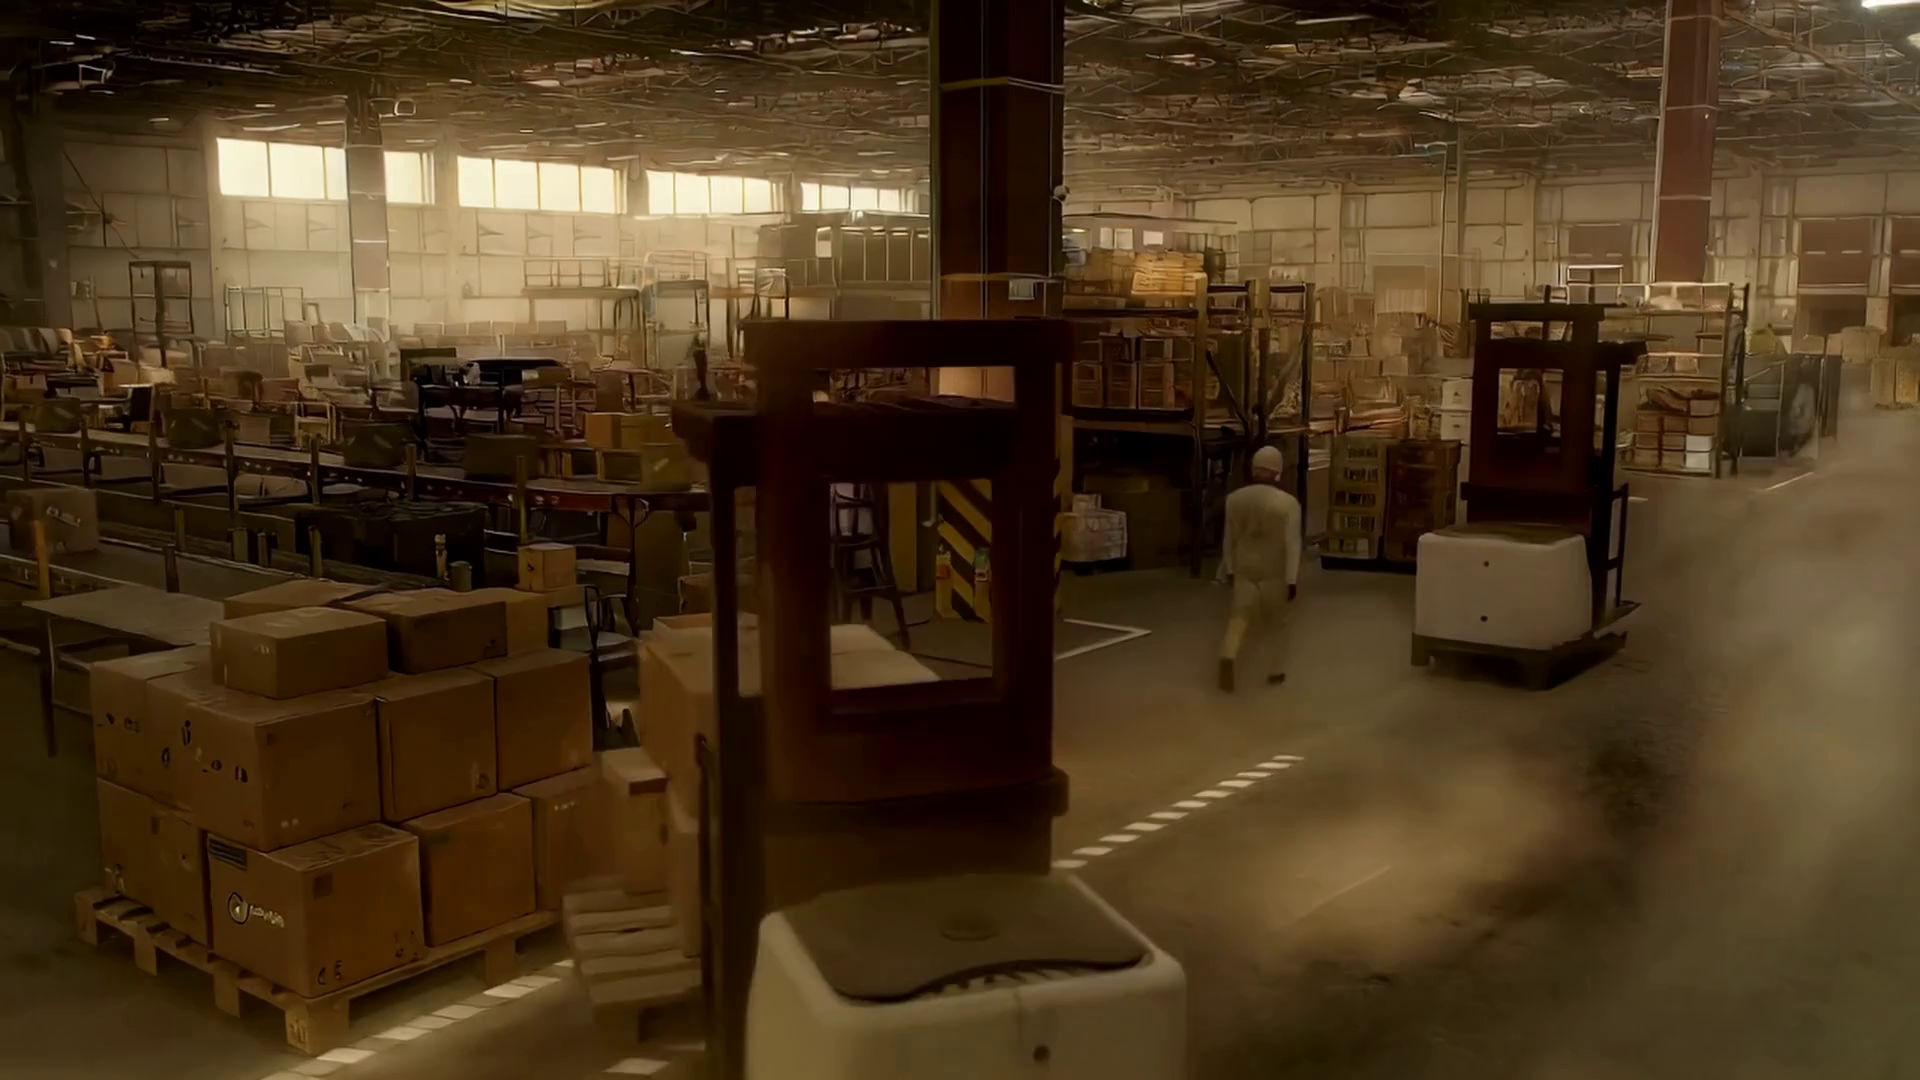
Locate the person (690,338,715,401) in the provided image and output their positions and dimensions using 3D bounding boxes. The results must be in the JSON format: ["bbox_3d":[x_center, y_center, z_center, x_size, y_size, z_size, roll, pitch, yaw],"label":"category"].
[{"bbox_3d":[-5.989,-3.808,39.049,0.724,1.847,0.530,3,9,22],"label":"person"}]

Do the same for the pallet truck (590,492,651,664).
[{"bbox_3d":[-3.115,0.344,12.883,0.653,1.274,1.630,7,11,37],"label":"pallet truck"}]

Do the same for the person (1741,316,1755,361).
[{"bbox_3d":[33.748,-8.618,71.193,0.587,1.927,0.364,-7,11,-39],"label":"person"}]

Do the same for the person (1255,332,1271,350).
[{"bbox_3d":[8.622,-4.975,46.940,0.582,1.826,1.003,8,11,42],"label":"person"}]

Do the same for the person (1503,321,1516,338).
[{"bbox_3d":[24.410,-9.003,73.865,1.047,1.917,0.656,-8,12,-44],"label":"person"}]

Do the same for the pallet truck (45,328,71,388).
[{"bbox_3d":[-23.775,-4.544,43.495,1.885,1.965,0.823,6,10,35],"label":"pallet truck"}]

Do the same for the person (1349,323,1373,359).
[{"bbox_3d":[11.716,-5.336,48.685,0.683,2.000,0.536,3,9,20],"label":"person"}]

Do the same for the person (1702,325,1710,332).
[{"bbox_3d":[24.381,-6.098,54.448,0.400,1.851,0.564,8,12,44],"label":"person"}]

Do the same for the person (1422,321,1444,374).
[{"bbox_3d":[16.972,-6.942,60.006,0.966,1.910,0.635,1,8,4],"label":"person"}]

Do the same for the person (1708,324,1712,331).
[{"bbox_3d":[29.293,-7.598,65.132,0.381,1.679,0.548,1,9,10],"label":"person"}]

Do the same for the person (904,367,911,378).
[{"bbox_3d":[-1.627,-5.970,53.887,0.312,1.768,0.524,-8,12,-44],"label":"person"}]

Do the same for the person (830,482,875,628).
[{"bbox_3d":[-0.960,-0.039,14.132,0.530,1.697,0.321,-3,9,-16],"label":"person"}]

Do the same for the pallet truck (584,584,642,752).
[{"bbox_3d":[-1.426,0.805,10.019,1.601,1.201,0.680,-4,9,-26],"label":"pallet truck"}]

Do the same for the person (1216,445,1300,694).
[{"bbox_3d":[2.147,0.218,12.035,0.609,1.813,0.789,5,10,32],"label":"person"}]

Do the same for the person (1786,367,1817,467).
[{"bbox_3d":[14.028,-2.049,27.715,0.384,1.679,0.560,6,10,34],"label":"person"}]

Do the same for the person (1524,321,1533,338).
[{"bbox_3d":[26.898,-9.698,78.614,0.563,1.895,0.991,-7,11,-39],"label":"person"}]

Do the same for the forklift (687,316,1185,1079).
[{"bbox_3d":[-0.147,0.712,5.102,1.129,2.768,1.873,-3,9,-19],"label":"forklift"}]

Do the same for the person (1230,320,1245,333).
[{"bbox_3d":[9.382,-6.411,56.021,0.625,2.018,0.815,-1,9,-7],"label":"person"}]

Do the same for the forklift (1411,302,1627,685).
[{"bbox_3d":[4.379,-0.438,12.852,1.129,2.768,1.873,7,11,37],"label":"forklift"}]

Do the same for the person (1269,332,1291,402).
[{"bbox_3d":[8.238,-4.482,43.449,0.993,1.883,0.568,1,8,5],"label":"person"}]

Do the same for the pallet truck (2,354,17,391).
[{"bbox_3d":[-24.881,-4.417,42.634,1.885,1.965,0.823,8,11,41],"label":"pallet truck"}]

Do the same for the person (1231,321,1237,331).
[{"bbox_3d":[10.131,-7.062,60.868,0.958,1.883,0.592,0,8,-2],"label":"person"}]

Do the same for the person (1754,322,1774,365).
[{"bbox_3d":[32.712,-7.979,67.535,0.727,1.742,0.528,5,10,32],"label":"person"}]
